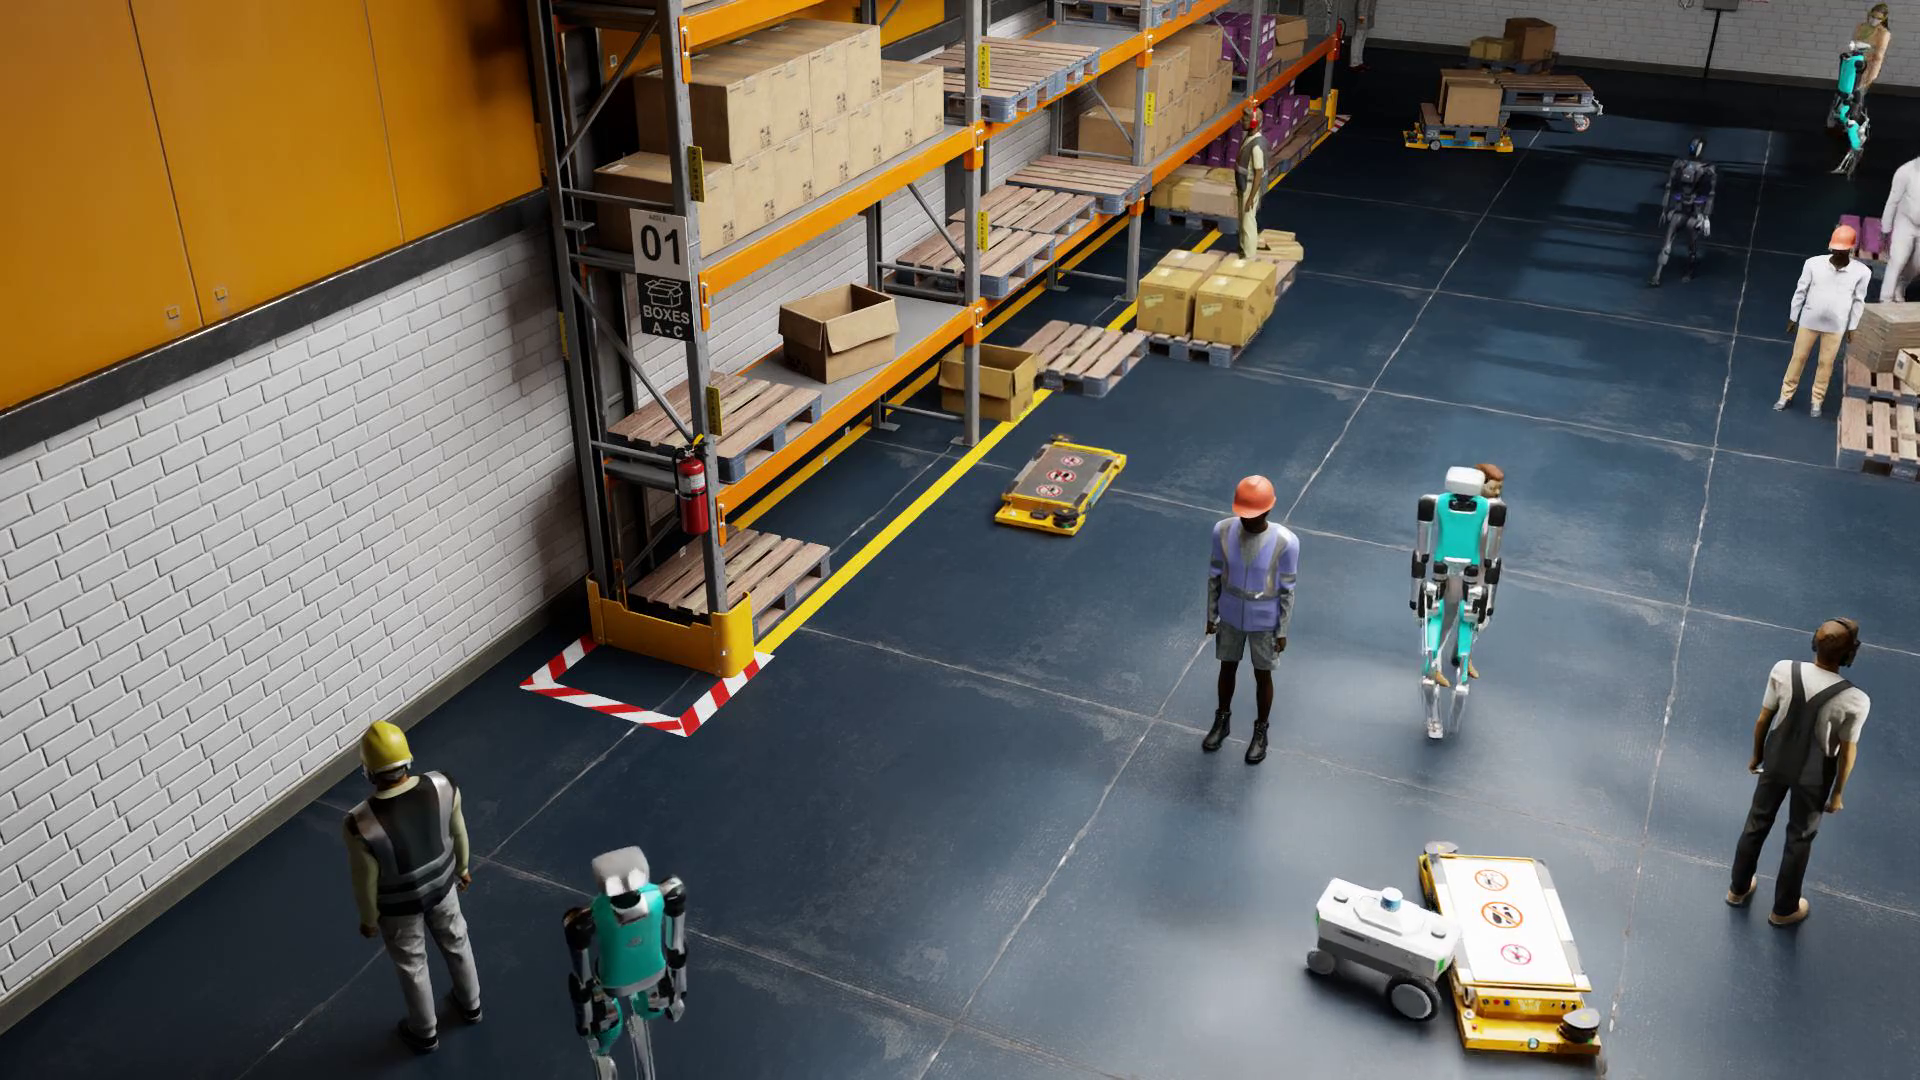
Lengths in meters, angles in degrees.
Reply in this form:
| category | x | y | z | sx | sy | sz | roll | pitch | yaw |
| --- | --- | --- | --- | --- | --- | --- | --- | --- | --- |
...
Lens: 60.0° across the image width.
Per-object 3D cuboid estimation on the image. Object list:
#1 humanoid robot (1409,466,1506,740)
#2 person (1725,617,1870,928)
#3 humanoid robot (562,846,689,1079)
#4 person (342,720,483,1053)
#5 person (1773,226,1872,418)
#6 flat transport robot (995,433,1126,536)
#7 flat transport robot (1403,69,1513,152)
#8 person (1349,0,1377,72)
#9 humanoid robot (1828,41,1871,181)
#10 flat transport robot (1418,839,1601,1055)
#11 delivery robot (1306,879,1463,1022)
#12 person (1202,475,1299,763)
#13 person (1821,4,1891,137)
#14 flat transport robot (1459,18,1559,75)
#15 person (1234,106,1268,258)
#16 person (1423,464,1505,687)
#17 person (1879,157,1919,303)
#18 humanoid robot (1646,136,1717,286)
| category | x | y | z | sx | sy | sz | roll | pitch | yaw |
| --- | --- | --- | --- | --- | --- | --- | --- | --- | --- |
| humanoid robot | 3.034 | 0.521 | 10.301 | 0.546 | 1.847 | 0.814 | 6 | 29 | 11 |
| person | 4.431 | 1.222 | 8.803 | 0.348 | 1.845 | 0.504 | -22 | 35 | -35 |
| humanoid robot | -1.531 | 2.020 | 7.492 | 0.530 | 1.826 | 0.780 | -15 | 32 | -25 |
| person | -2.636 | 1.661 | 8.001 | 0.404 | 1.829 | 0.599 | 24 | 37 | 37 |
| person | 7.664 | -1.942 | 14.764 | 0.572 | 1.749 | 0.338 | 16 | 32 | 27 |
| flat transport robot | 0.843 | -0.463 | 13.586 | 0.659 | 0.231 | 1.431 | 11 | 30 | 19 |
| flat transport robot | 6.904 | -5.580 | 23.075 | 1.431 | 0.231 | 0.659 | 5 | 29 | 9 |
| person | 6.567 | -8.527 | 26.900 | 0.369 | 1.828 | 0.502 | 18 | 33 | 30 |
| humanoid robot | 11.566 | -5.455 | 21.411 | 0.728 | 1.893 | 0.541 | 0 | 28 | 0 |
| flat transport robot | 2.876 | 2.122 | 8.793 | 0.659 | 0.231 | 1.431 | 2 | 28 | 4 |
| delivery robot | 2.217 | 2.075 | 8.596 | 0.814 | 0.611 | 0.499 | 16 | 32 | 27 |
| person | 1.741 | 0.474 | 10.107 | 0.542 | 1.929 | 0.386 | 13 | 31 | 23 |
| person | 12.542 | -6.531 | 23.187 | 0.445 | 1.865 | 0.595 | -14 | 31 | -25 |
| flat transport robot | 8.714 | -7.414 | 26.476 | 1.431 | 0.231 | 0.659 | 22 | 35 | 35 |
| person | 3.149 | -3.795 | 18.104 | 0.384 | 1.845 | 0.569 | -1 | 28 | -1 |
| person | 3.322 | 0.224 | 10.873 | 0.458 | 1.636 | 0.356 | -15 | 32 | -25 |
| person | 9.764 | -3.221 | 17.002 | 0.640 | 1.885 | 0.700 | 3 | 29 | 6 |
| humanoid robot | 7.781 | -3.494 | 17.775 | 0.787 | 1.630 | 0.590 | -23 | 36 | -36 |
